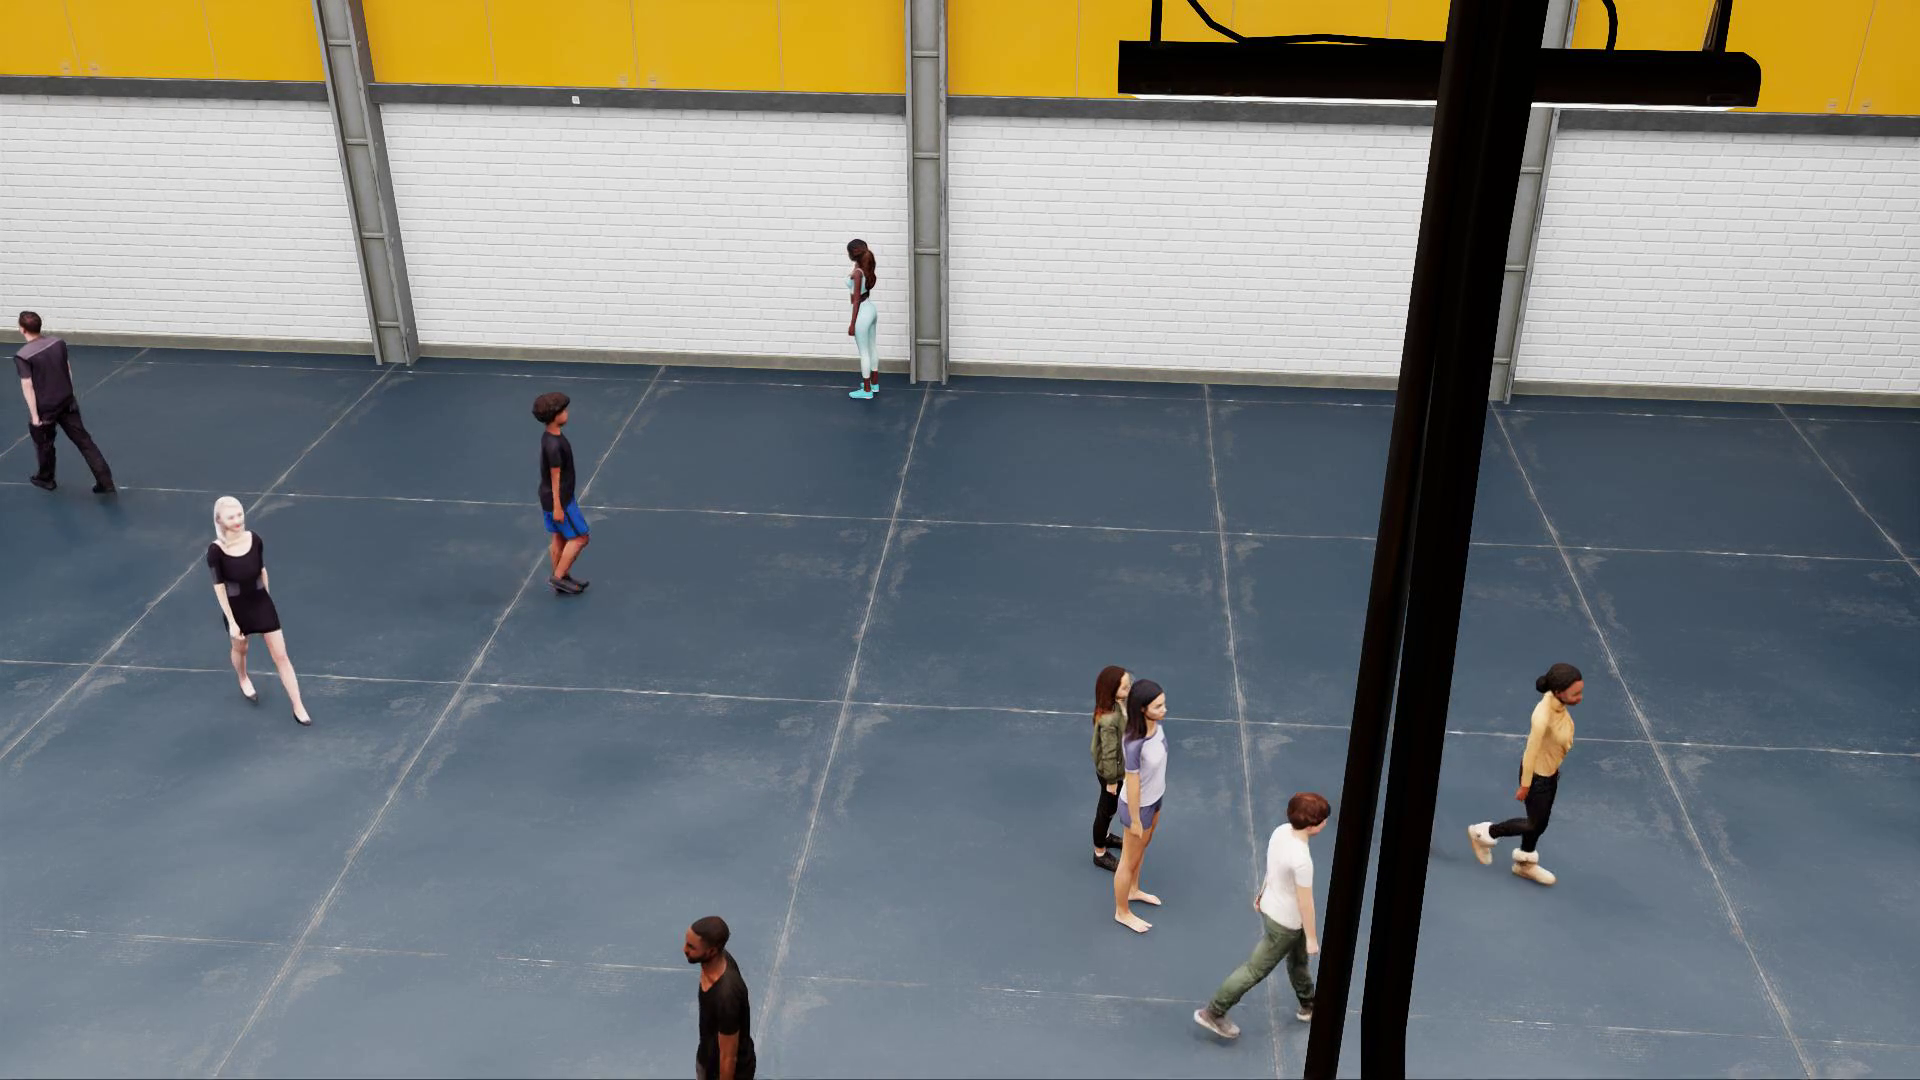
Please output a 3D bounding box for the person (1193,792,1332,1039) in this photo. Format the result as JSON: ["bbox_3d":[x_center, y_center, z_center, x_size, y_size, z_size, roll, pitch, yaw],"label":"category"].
[{"bbox_3d":[1.742,2.143,9.358,1.194,1.618,0.766,-2,29,-4],"label":"person"}]

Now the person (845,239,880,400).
[{"bbox_3d":[-1.013,-2.325,17.437,0.607,1.726,0.614,10,30,17],"label":"person"}]

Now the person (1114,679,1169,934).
[{"bbox_3d":[1.113,1.604,10.226,0.614,1.734,0.643,12,31,20],"label":"person"}]

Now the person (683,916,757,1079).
[{"bbox_3d":[-1.073,2.603,8.341,1.118,1.785,0.940,-11,31,-20],"label":"person"}]

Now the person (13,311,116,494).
[{"bbox_3d":[-8.266,-1.204,15.301,1.320,1.803,1.019,13,31,22],"label":"person"}]

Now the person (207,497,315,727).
[{"bbox_3d":[-5.263,0.517,12.173,1.208,1.777,1.077,25,37,38],"label":"person"}]

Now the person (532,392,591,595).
[{"bbox_3d":[-3.406,-0.346,13.754,0.736,1.777,0.730,-6,29,-11],"label":"person"}]

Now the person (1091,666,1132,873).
[{"bbox_3d":[0.985,1.454,10.771,0.546,1.476,0.601,6,29,11],"label":"person"}]

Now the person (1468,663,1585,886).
[{"bbox_3d":[3.607,1.462,10.578,0.926,1.645,0.806,18,33,29],"label":"person"}]
